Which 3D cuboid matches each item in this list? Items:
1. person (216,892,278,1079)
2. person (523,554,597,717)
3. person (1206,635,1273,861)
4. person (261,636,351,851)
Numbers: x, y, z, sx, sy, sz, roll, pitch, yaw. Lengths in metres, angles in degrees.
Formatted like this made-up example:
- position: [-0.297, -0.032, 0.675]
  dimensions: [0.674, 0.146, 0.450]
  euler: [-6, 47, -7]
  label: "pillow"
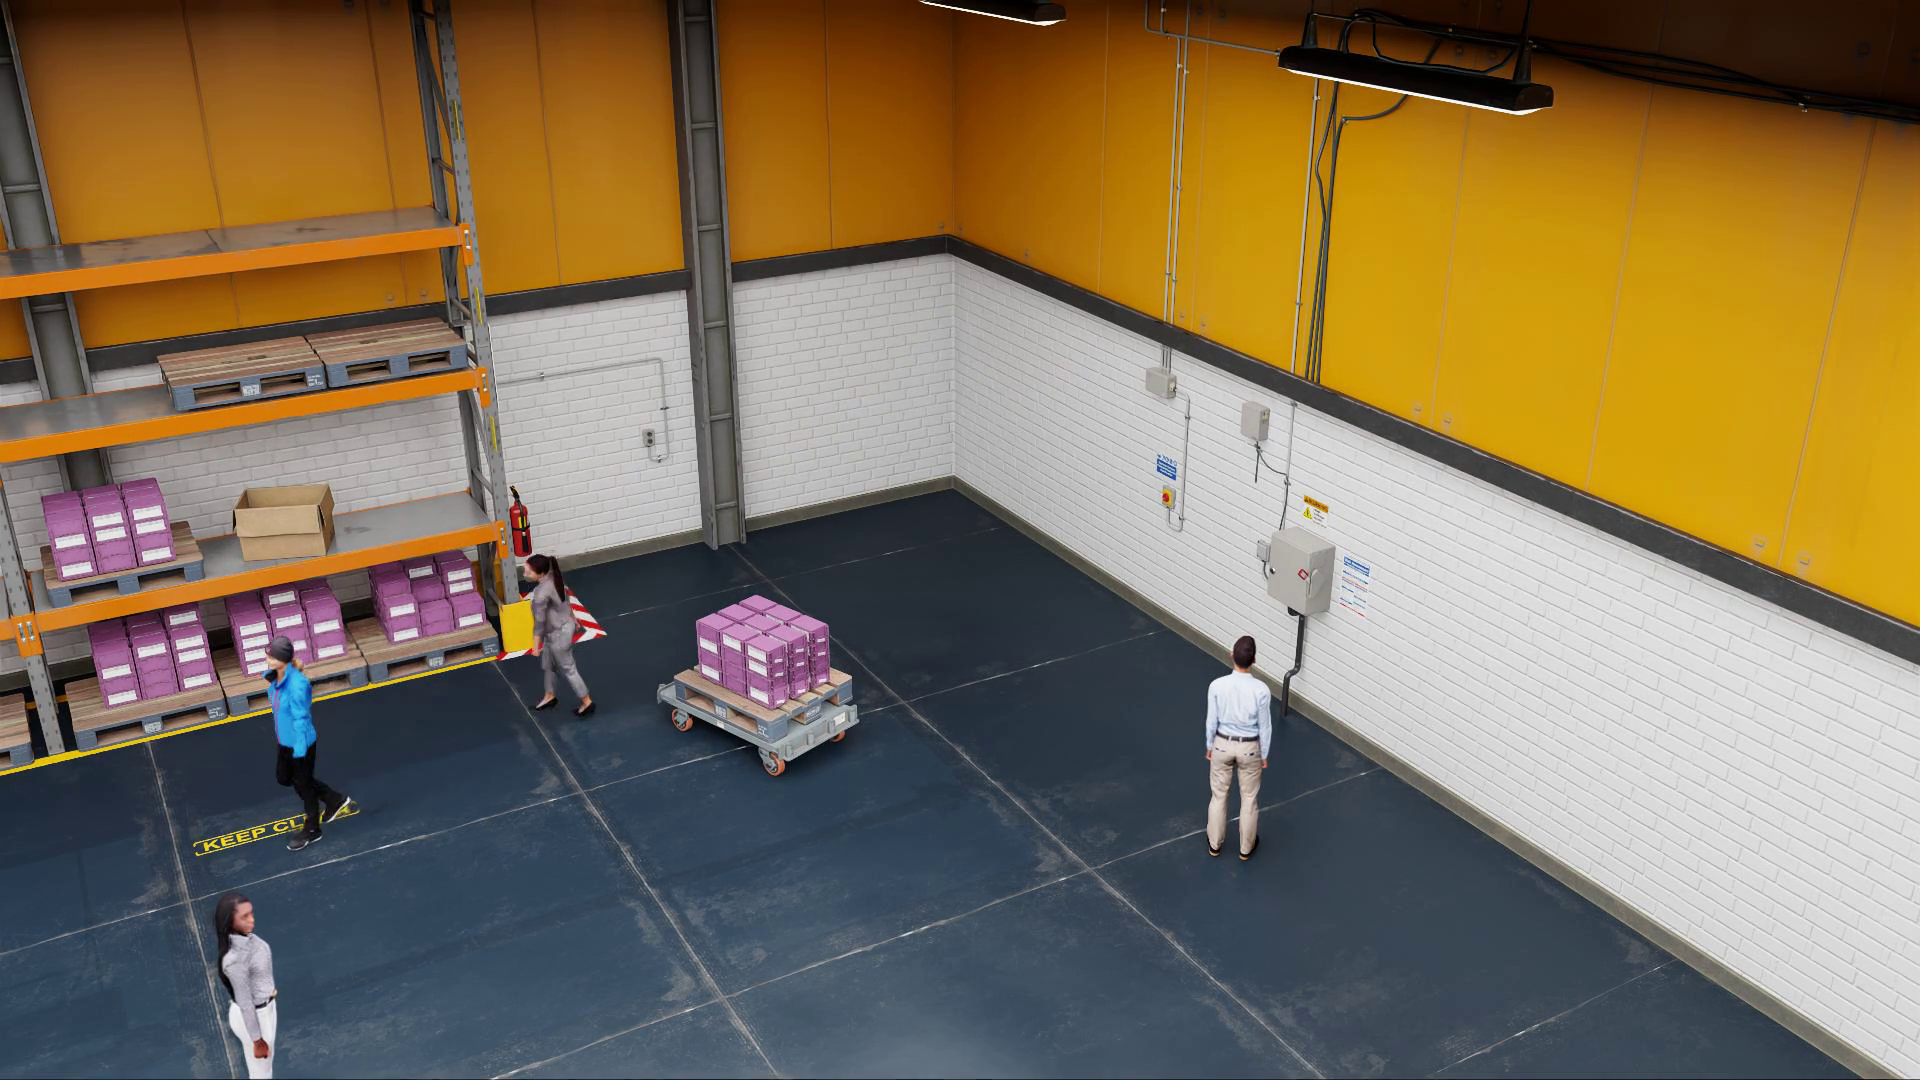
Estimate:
- position: [-4.149, 2.819, 9.793]
  dimensions: [0.579, 1.722, 0.645]
  euler: [-7, 24, -15]
  label: "person"
- position: [-3.428, 0.845, 14.429]
  dimensions: [0.993, 1.624, 0.904]
  euler: [5, 24, 10]
  label: "person"
- position: [2.083, 1.567, 12.500]
  dimensions: [0.749, 1.848, 0.812]
  euler: [6, 24, 13]
  label: "person"
- position: [-4.975, 1.515, 12.688]
  dimensions: [0.825, 1.791, 0.714]
  euler: [-19, 30, -37]
  label: "person"
